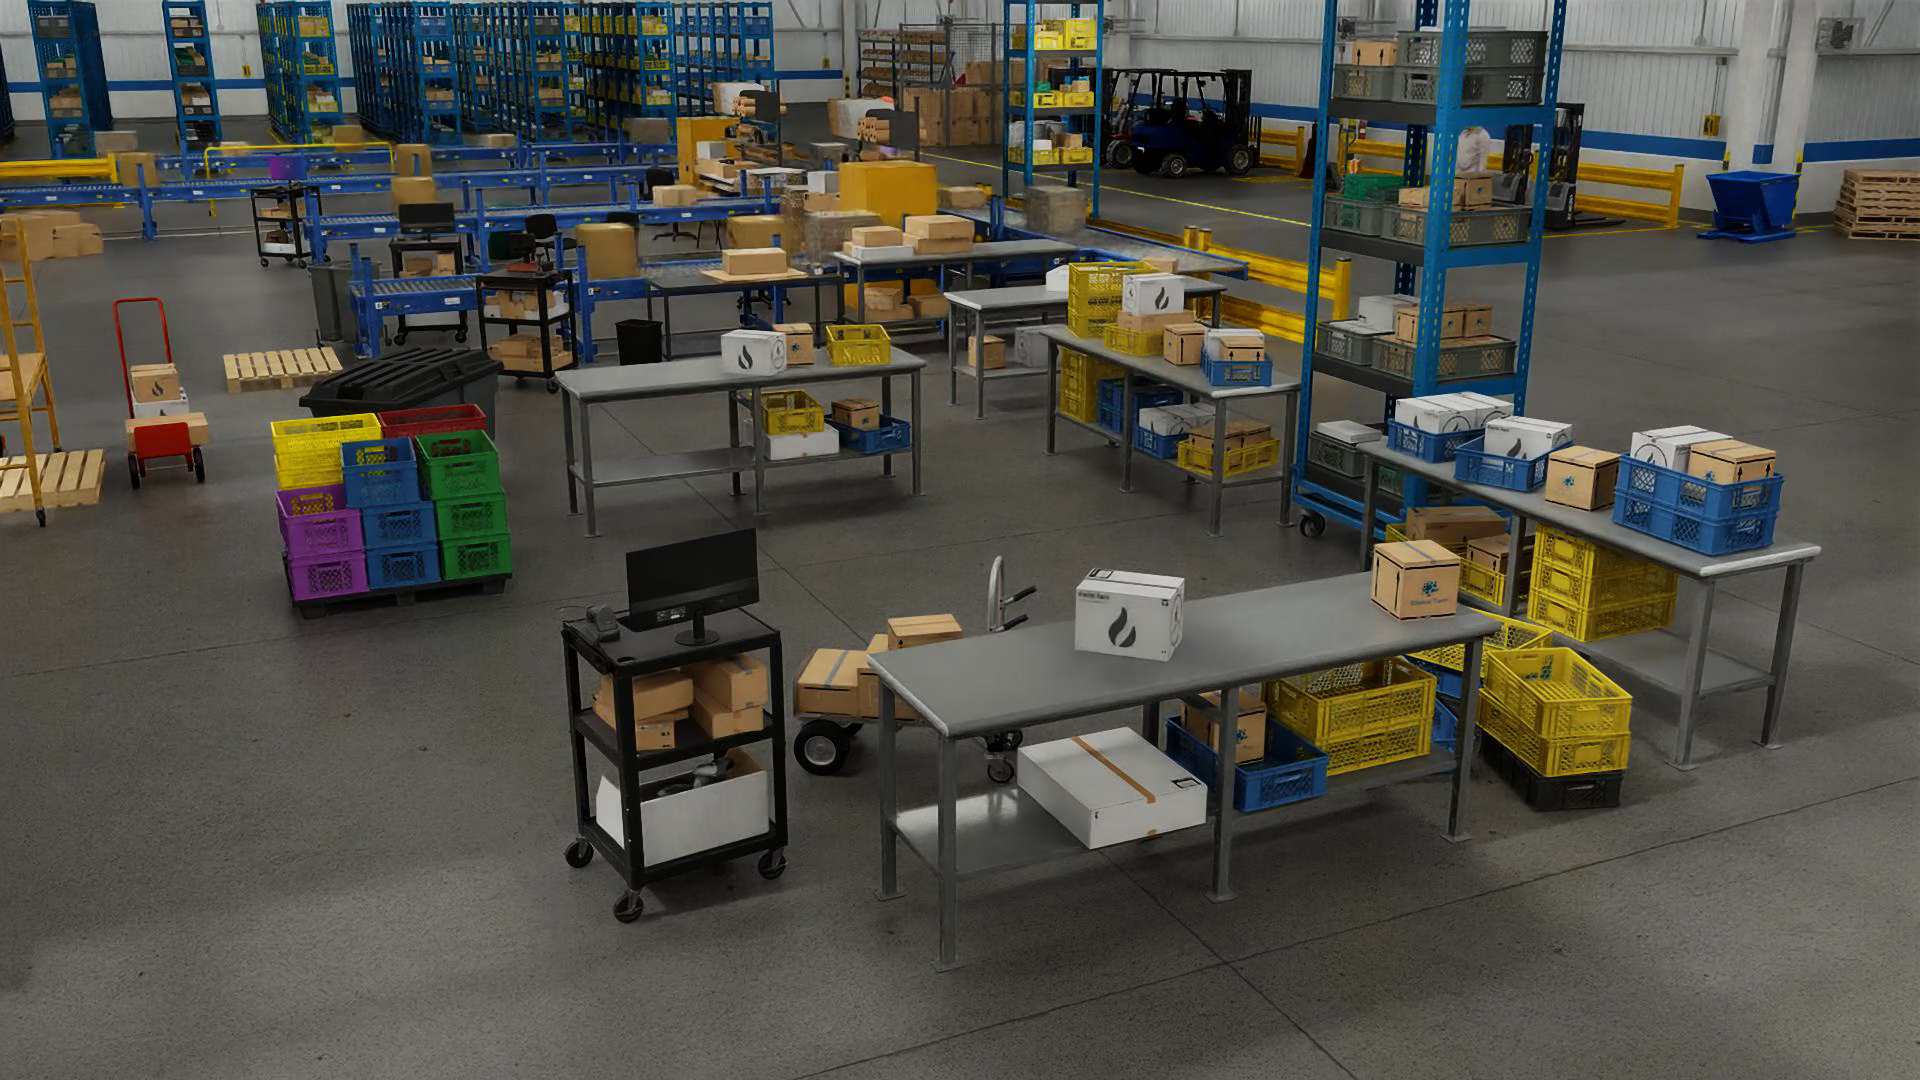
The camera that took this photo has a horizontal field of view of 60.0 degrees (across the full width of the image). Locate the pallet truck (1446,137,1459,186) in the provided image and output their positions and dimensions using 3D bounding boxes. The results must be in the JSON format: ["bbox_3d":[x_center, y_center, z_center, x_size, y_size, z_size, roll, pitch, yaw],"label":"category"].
[{"bbox_3d":[9.184,-6.485,29.328,1.630,1.274,0.653,-8,19,-23],"label":"pallet truck"}]

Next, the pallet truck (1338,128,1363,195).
[{"bbox_3d":[7.845,-7.140,31.411,1.522,1.261,0.704,-9,20,-25],"label":"pallet truck"}]

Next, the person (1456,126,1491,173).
[{"bbox_3d":[7.996,-5.782,26.132,0.401,1.906,0.651,-7,19,-22],"label":"person"}]

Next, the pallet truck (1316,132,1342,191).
[{"bbox_3d":[7.723,-7.504,32.656,1.601,1.201,0.680,-8,19,-23],"label":"pallet truck"}]

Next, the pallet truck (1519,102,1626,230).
[{"bbox_3d":[9.972,-6.037,26.785,1.885,1.965,0.823,-9,20,-25],"label":"pallet truck"}]

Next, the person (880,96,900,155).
[{"bbox_3d":[-1.183,-6.310,27.569,0.369,2.046,0.606,-5,18,-15],"label":"person"}]

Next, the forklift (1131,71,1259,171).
[{"bbox_3d":[4.998,-8.936,35.413,2.680,1.987,1.157,-9,20,-25],"label":"forklift"}]

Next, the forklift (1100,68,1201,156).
[{"bbox_3d":[4.082,-9.564,37.410,2.680,1.987,1.157,-8,19,-23],"label":"forklift"}]

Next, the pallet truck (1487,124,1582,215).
[{"bbox_3d":[9.707,-6.455,28.103,1.885,1.965,0.823,-7,19,-20],"label":"pallet truck"}]
